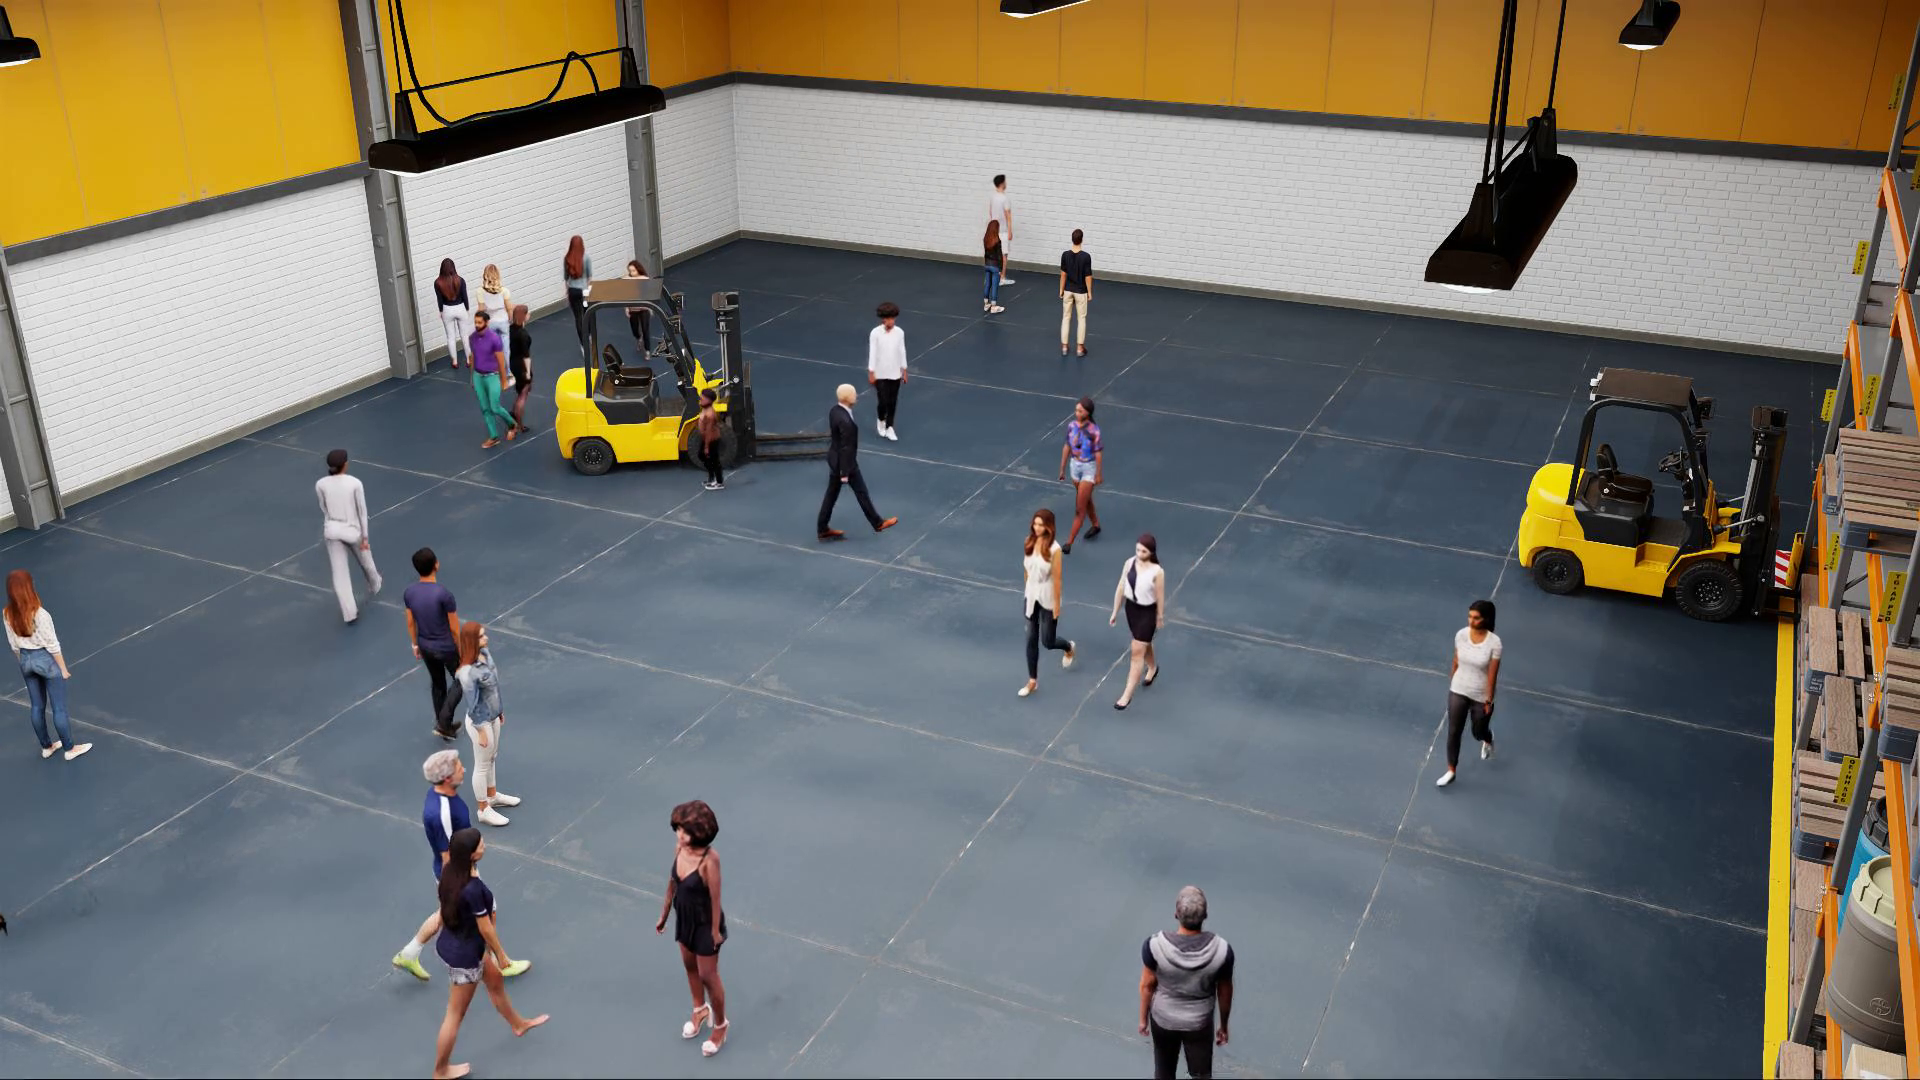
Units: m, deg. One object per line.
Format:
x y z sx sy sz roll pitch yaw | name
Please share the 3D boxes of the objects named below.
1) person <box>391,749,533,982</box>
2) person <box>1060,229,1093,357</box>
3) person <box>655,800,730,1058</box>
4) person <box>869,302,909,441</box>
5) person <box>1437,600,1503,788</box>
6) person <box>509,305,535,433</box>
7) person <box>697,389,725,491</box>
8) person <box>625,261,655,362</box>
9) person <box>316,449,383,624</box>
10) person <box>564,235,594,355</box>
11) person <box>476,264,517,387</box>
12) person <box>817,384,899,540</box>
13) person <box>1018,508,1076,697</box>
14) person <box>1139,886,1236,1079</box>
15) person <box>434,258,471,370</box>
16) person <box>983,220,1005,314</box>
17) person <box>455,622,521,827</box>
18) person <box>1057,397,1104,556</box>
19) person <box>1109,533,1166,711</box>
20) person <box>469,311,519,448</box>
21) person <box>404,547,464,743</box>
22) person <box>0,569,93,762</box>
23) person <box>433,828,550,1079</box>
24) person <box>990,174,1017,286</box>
-3.452 2.218 11.097 1.188 1.811 1.108 -10 25 -21 | person
1.701 -3.640 24.450 0.651 1.850 0.568 9 25 19 | person
-1.654 2.428 10.648 0.657 1.786 0.683 20 30 38 | person
-0.962 -2.163 21.140 0.788 1.794 0.853 -10 25 -21 | person
4.229 1.229 13.586 0.739 1.631 0.982 20 31 38 | person
-5.698 -2.171 21.298 0.783 1.684 0.738 -17 29 -34 | person
-2.875 -1.190 19.599 0.660 1.247 0.598 -8 25 -18 | person
-4.694 -3.380 24.336 0.814 1.465 0.931 -3 24 -8 | person
-6.064 -0.011 16.345 0.993 1.691 1.188 -3 24 -6 | person
-5.614 -3.579 24.510 0.986 1.691 1.211 -2 24 -5 | person
-6.424 -2.984 23.107 0.712 1.723 0.734 -4 24 -8 | person
-1.345 -0.813 18.101 1.241 1.756 1.181 -8 25 -18 | person
0.792 0.529 15.018 0.765 1.765 1.037 20 31 38 | person
1.299 2.852 9.649 0.896 1.811 1.091 2 24 5 | person
-7.260 -3.266 23.896 0.684 1.608 0.728 -6 24 -14 | person
0.517 -4.399 26.647 0.618 1.481 0.616 -21 31 -39 | person
-3.758 1.418 13.062 0.739 1.703 0.586 1 24 3 | person
1.382 -0.715 17.963 0.804 1.686 1.238 18 29 35 | person
1.658 0.679 14.883 0.731 1.599 1.139 17 29 34 | person
-5.878 -2.046 20.919 0.623 1.757 0.721 11 26 23 | person
-4.443 0.948 14.043 0.728 1.779 0.785 6 24 13 | person
-7.688 1.039 13.898 0.619 1.728 0.582 5 24 11 | person
-3.153 2.606 10.314 1.123 1.728 0.920 -17 29 -34 | person
0.683 -5.259 28.147 0.765 1.855 0.768 -15 28 -30 | person
